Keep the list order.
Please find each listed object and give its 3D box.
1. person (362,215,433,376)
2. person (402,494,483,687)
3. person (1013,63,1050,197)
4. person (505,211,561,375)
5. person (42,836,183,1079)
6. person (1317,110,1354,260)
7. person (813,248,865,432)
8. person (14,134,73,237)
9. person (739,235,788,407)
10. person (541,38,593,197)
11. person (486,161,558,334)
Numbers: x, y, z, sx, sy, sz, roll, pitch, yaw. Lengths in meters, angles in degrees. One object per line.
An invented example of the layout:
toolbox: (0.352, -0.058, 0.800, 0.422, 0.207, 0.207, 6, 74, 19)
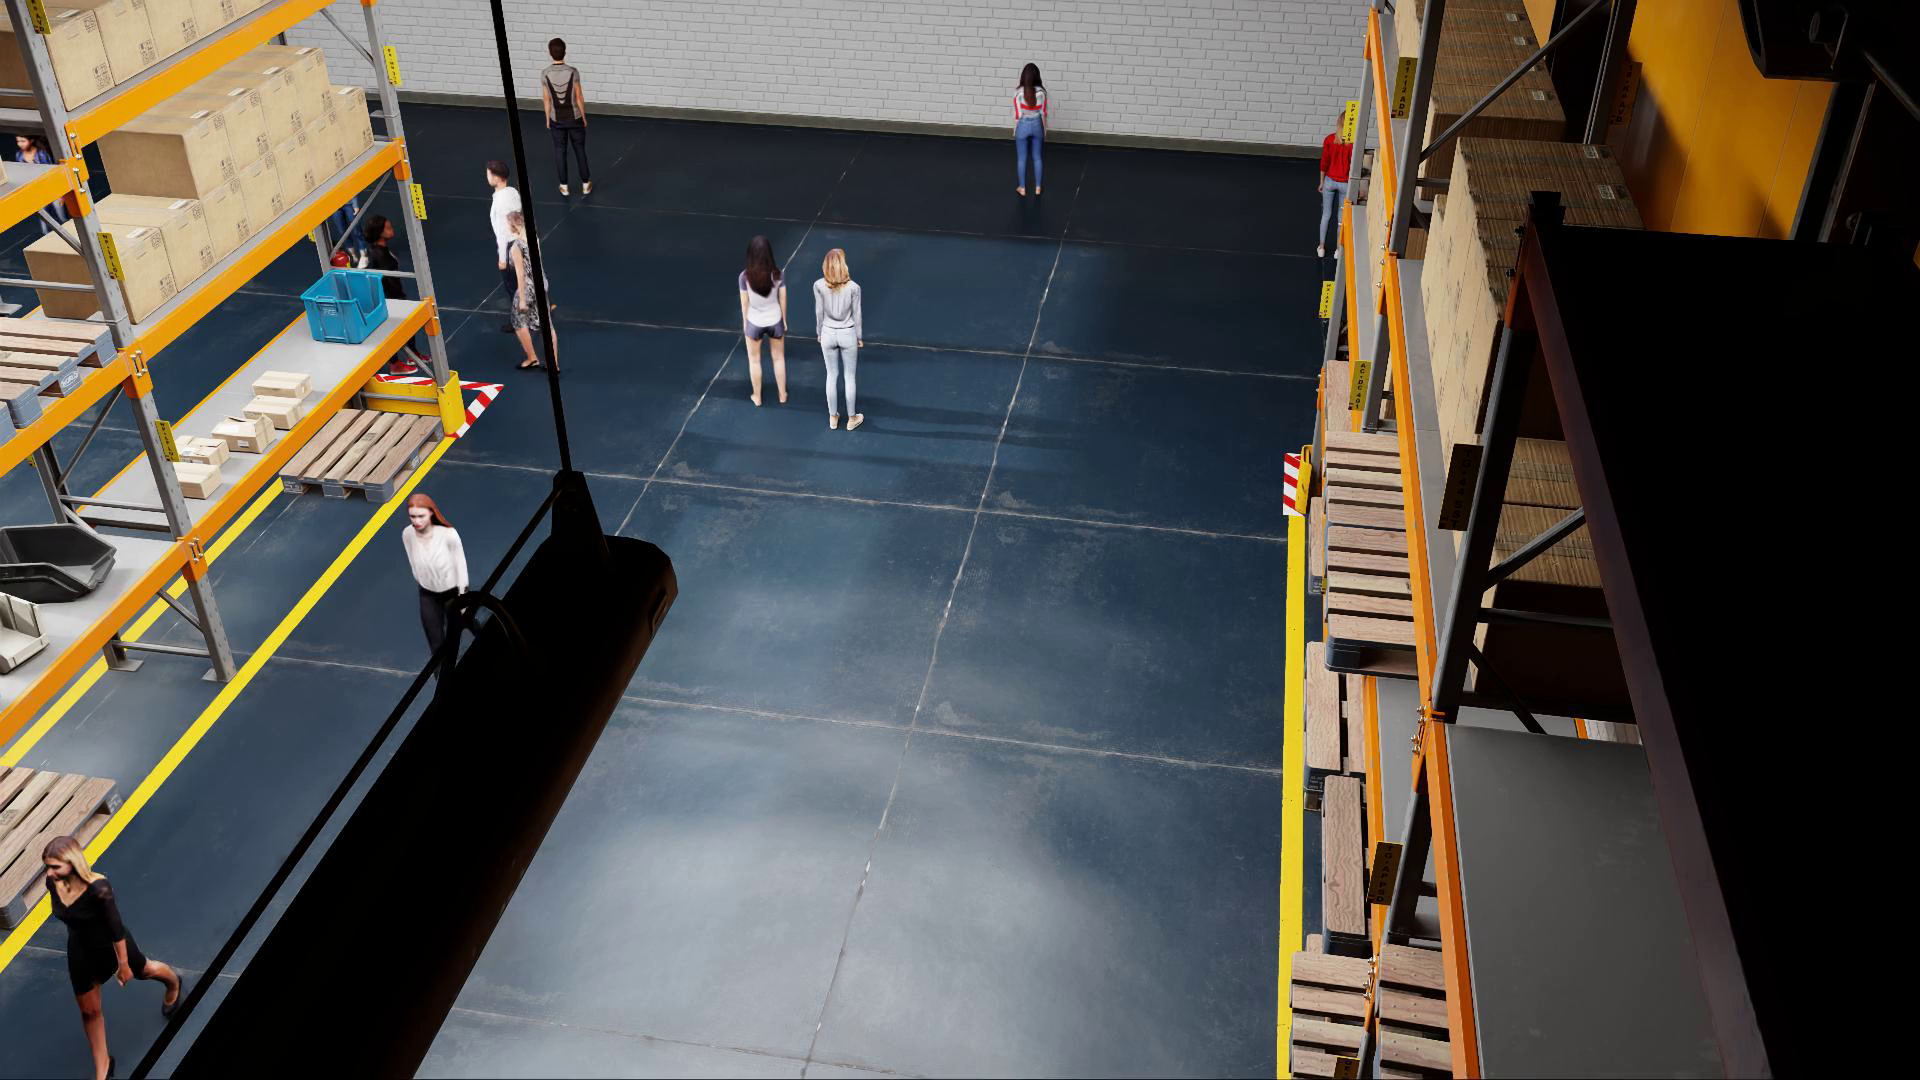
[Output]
person: (-5.626, -2.357, 16.221, 0.796, 1.664, 0.727, -8, 35, -12)
person: (-3.689, 0.382, 12.059, 0.722, 1.709, 1.202, 1, 34, 2)
person: (0.849, -5.006, 20.254, 0.650, 1.612, 0.605, -4, 34, -6)
person: (-4.095, -2.378, 16.242, 0.759, 1.677, 0.687, 14, 36, 20)
person: (-4.730, 2.249, 9.320, 0.577, 1.634, 1.019, 7, 34, 10)
person: (4.243, -3.991, 18.645, 0.654, 1.703, 0.555, 11, 35, 16)
person: (-1.112, -1.854, 15.346, 0.580, 1.796, 0.484, 6, 34, 8)
person: (-10.144, -3.861, 18.545, 0.776, 1.597, 1.036, -3, 34, -5)
person: (-1.861, -2.074, 15.757, 0.660, 1.706, 0.663, -10, 35, -15)
person: (-4.779, -5.127, 20.185, 0.702, 1.890, 0.670, -6, 34, -9)
person: (-4.475, -2.967, 16.964, 0.732, 1.857, 0.806, 2, 34, 3)
